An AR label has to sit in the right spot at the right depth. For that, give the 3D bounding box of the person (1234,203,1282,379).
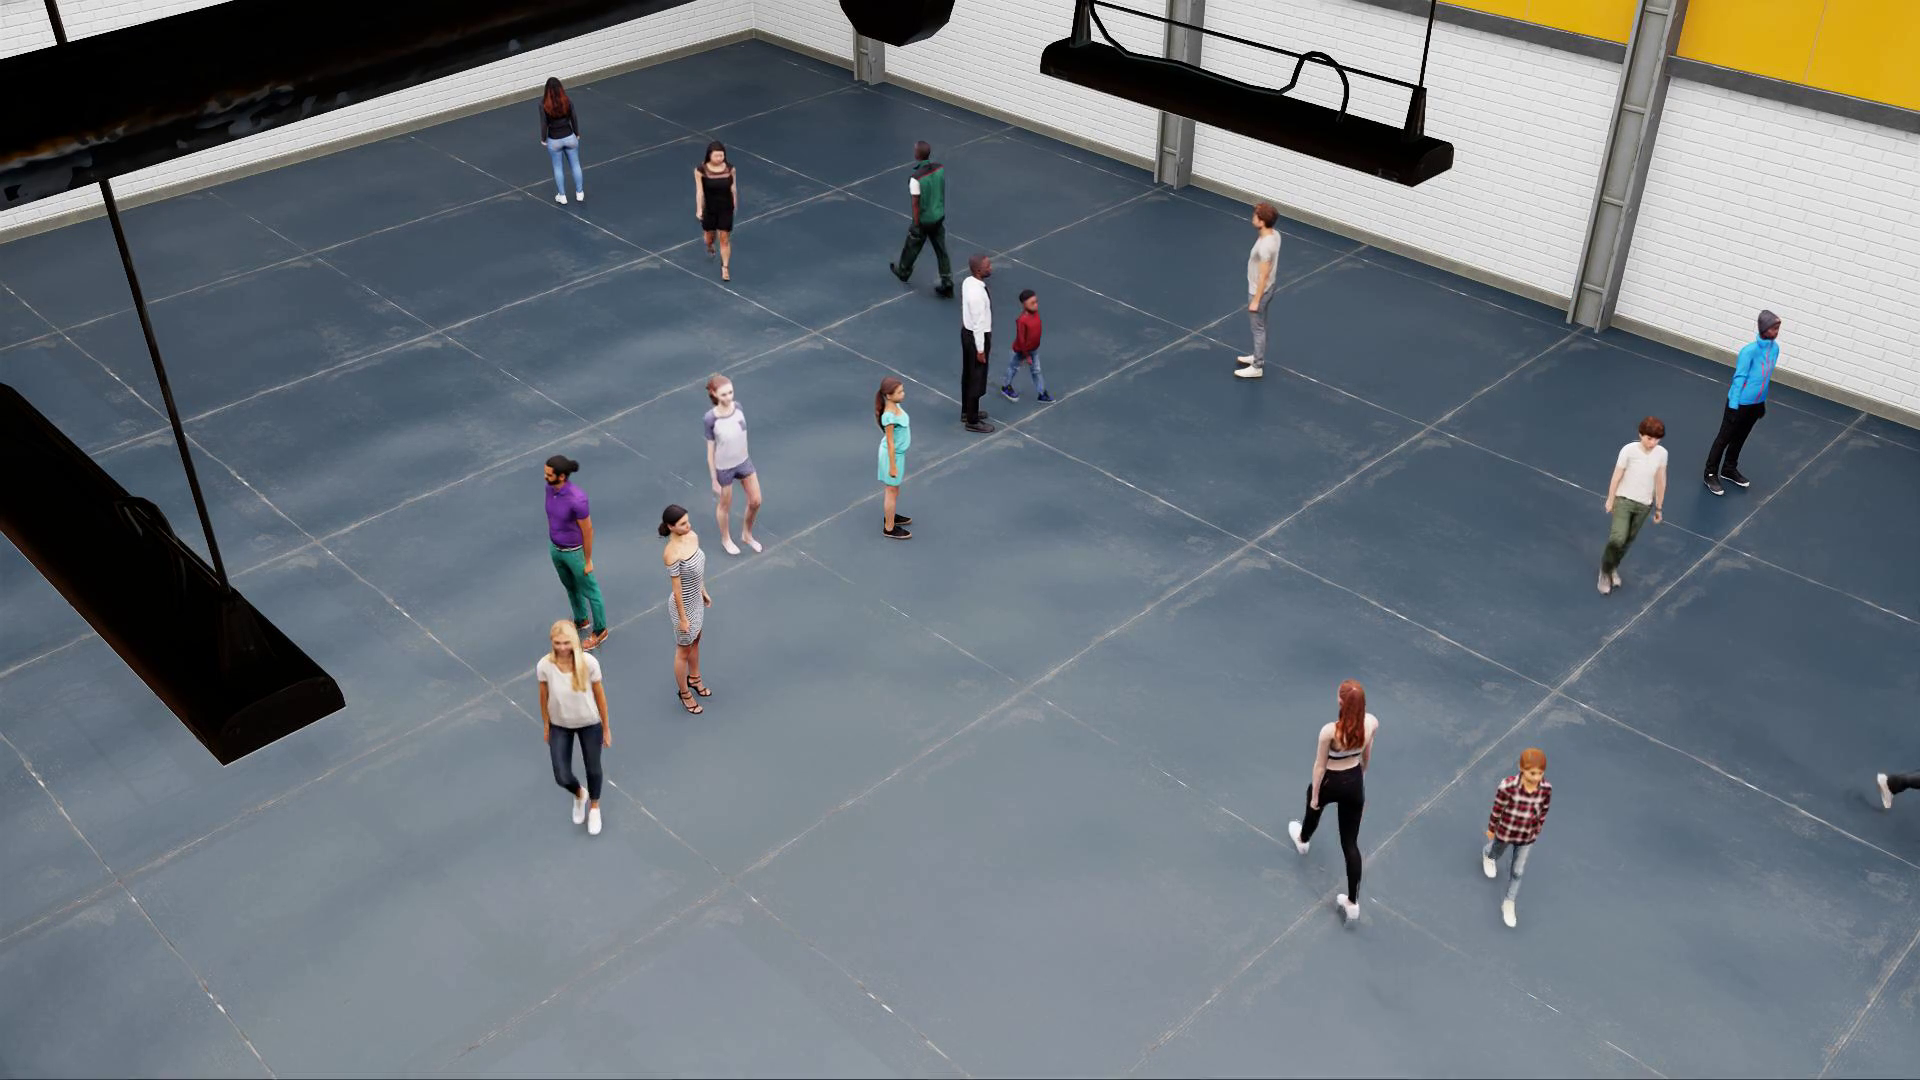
[{"bbox_3d":[3.129,-2.593,17.261,0.735,1.889,0.745,9,35,13],"label":"person"}]

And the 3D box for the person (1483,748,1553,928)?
[{"bbox_3d":[3.681,1.879,11.075,0.893,1.288,0.908,4,34,5],"label":"person"}]

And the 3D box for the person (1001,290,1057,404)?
[{"bbox_3d":[0.616,-1.972,16.917,0.857,1.235,0.538,26,42,34],"label":"person"}]

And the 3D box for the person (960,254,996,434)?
[{"bbox_3d":[0.142,-1.954,16.348,0.778,1.835,0.676,-6,34,-9],"label":"person"}]

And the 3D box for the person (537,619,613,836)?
[{"bbox_3d":[-2.663,1.246,11.563,0.749,1.803,0.794,-4,34,-5],"label":"person"}]

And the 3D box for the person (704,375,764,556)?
[{"bbox_3d":[-2.049,-0.675,14.500,0.610,1.751,0.649,-25,41,-32],"label":"person"}]

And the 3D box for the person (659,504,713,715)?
[{"bbox_3d":[-2.087,0.508,12.655,0.688,1.823,0.677,9,35,13],"label":"person"}]

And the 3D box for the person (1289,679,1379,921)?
[{"bbox_3d":[2.544,1.717,10.955,1.035,1.691,1.275,-8,34,-11],"label":"person"}]

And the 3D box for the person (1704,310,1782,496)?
[{"bbox_3d":[7.262,-1.293,15.396,0.673,1.788,0.654,-15,37,-22],"label":"person"}]

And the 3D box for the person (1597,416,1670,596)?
[{"bbox_3d":[5.687,-0.355,14.118,0.753,1.641,0.814,-1,34,-1],"label":"person"}]

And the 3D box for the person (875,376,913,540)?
[{"bbox_3d":[-0.596,-0.757,14.797,0.694,1.558,0.641,2,34,3],"label":"person"}]

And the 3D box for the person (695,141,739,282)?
[{"bbox_3d":[-2.840,-3.846,19.323,0.884,1.692,1.006,-10,35,-15],"label":"person"}]

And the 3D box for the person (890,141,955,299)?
[{"bbox_3d":[-0.295,-3.587,18.854,0.697,1.780,1.152,-28,42,-35],"label":"person"}]

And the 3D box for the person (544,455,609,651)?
[{"bbox_3d":[-3.106,0.068,13.367,0.488,1.767,0.681,26,42,34],"label":"person"}]

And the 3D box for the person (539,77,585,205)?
[{"bbox_3d":[-5.103,-5.130,21.307,0.701,1.634,0.673,-15,36,-21],"label":"person"}]
